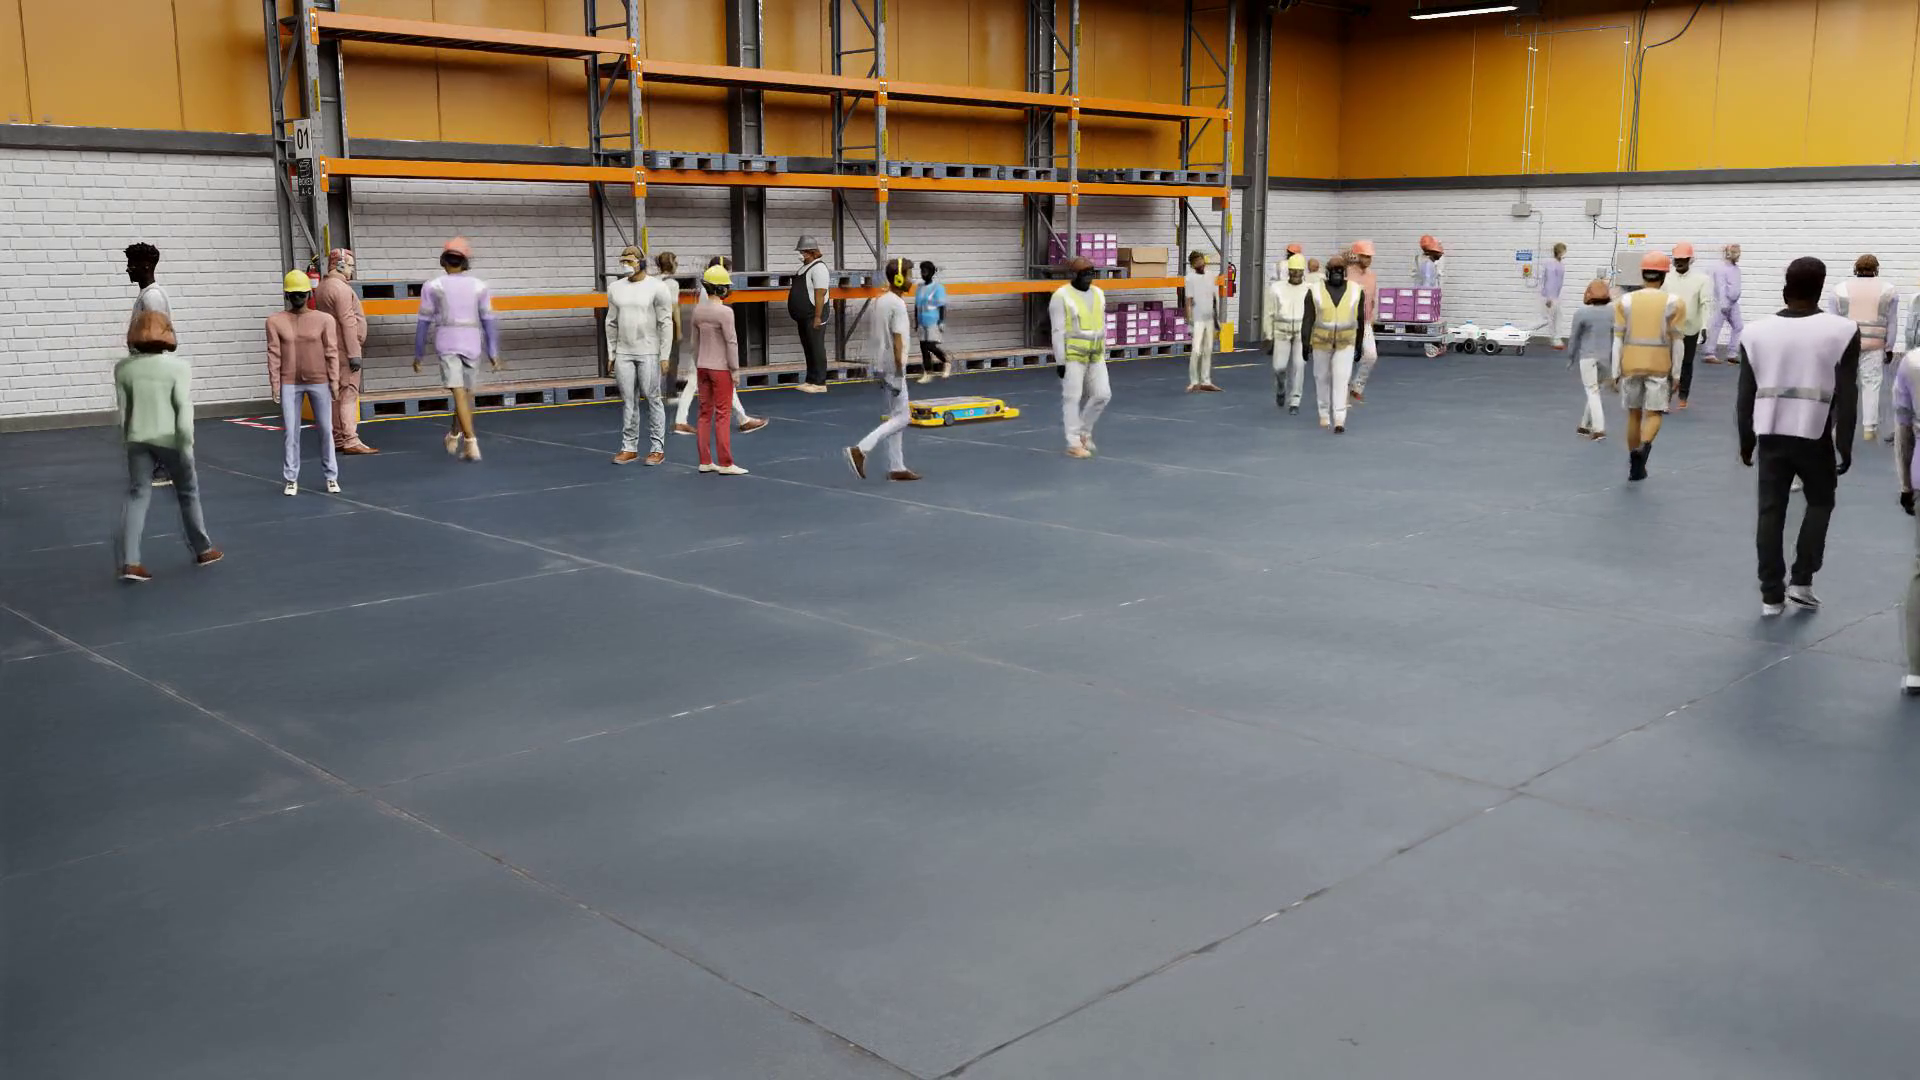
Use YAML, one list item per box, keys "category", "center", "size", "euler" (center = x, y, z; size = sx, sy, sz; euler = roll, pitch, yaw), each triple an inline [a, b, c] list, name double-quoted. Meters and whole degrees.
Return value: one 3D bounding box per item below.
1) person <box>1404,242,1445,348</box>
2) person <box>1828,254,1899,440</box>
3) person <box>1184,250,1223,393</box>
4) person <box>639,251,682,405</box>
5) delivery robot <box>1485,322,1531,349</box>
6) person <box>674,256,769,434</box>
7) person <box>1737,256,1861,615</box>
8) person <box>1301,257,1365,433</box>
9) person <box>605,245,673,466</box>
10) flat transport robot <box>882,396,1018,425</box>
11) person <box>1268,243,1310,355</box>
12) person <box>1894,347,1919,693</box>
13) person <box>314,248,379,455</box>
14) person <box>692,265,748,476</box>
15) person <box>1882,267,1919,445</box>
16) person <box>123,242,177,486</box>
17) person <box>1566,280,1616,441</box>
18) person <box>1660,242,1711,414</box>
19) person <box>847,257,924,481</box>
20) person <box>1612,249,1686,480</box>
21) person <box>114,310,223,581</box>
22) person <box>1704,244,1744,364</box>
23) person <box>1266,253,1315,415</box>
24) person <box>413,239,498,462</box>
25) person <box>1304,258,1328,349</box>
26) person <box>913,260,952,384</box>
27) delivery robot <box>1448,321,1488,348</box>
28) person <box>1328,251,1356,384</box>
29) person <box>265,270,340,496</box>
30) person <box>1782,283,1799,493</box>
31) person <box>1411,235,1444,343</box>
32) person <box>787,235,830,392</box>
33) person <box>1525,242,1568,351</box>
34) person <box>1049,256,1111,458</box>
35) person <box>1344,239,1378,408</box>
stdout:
- category: "person"
  center: [8.357, -4.389, 29.868]
  size: [0.620, 1.917, 0.579]
  euler: [5, 11, 25]
- category: "person"
  center: [8.938, -1.914, 16.528]
  size: [0.634, 1.839, 0.429]
  euler: [5, 11, 25]
- category: "person"
  center: [3.149, -2.807, 21.456]
  size: [0.658, 1.832, 0.290]
  euler: [-7, 12, -32]
- category: "person"
  center: [-3.540, -2.512, 19.808]
  size: [0.528, 1.831, 0.507]
  euler: [9, 14, 41]
- category: "delivery robot"
  center: [9.241, -3.431, 28.052]
  size: [0.707, 0.478, 0.477]
  euler: [5, 12, 26]
- category: "person"
  center: [-2.492, -1.972, 16.942]
  size: [0.994, 1.803, 0.545]
  euler: [-4, 11, -20]
- category: "person"
  center: [4.480, -0.553, 8.909]
  size: [0.605, 1.903, 0.561]
  euler: [8, 13, 38]
- category: "person"
  center: [3.869, -2.026, 17.275]
  size: [0.648, 1.793, 0.957]
  euler: [2, 11, 10]
- category: "person"
  center: [-2.837, -1.623, 14.671]
  size: [0.636, 1.938, 0.358]
  euler: [4, 11, 19]
- category: "flat transport robot"
  center: [-0.097, -1.415, 18.089]
  size: [1.431, 0.197, 0.652]
  euler: [-10, 14, -42]
- category: "person"
  center: [5.589, -4.060, 28.138]
  size: [0.686, 1.890, 0.620]
  euler: [3, 11, 18]
- category: "person"
  center: [4.533, -0.271, 7.493]
  size: [1.006, 1.863, 0.606]
  euler: [-10, 14, -43]
- category: "person"
  center: [-5.699, -1.741, 15.421]
  size: [0.409, 1.903, 0.639]
  euler: [-9, 13, -39]
- category: "person"
  center: [-2.054, -1.431, 14.094]
  size: [0.523, 1.769, 0.323]
  euler: [10, 14, 42]
- category: "person"
  center: [9.159, -1.767, 15.814]
  size: [0.632, 1.810, 0.597]
  euler: [-4, 11, -23]
- category: "person"
  center: [-6.562, -1.427, 13.528]
  size: [0.367, 1.966, 0.606]
  euler: [-5, 12, -26]
- category: "person"
  center: [6.308, -1.784, 16.527]
  size: [0.509, 1.580, 0.868]
  euler: [-1, 10, -3]
- category: "person"
  center: [8.280, -2.441, 19.116]
  size: [0.606, 1.951, 1.018]
  euler: [5, 11, 23]
- category: "person"
  center: [-0.611, -1.369, 13.556]
  size: [0.632, 1.848, 0.516]
  euler: [-5, 11, -25]
- category: "person"
  center: [5.576, -1.400, 13.539]
  size: [0.548, 1.917, 0.726]
  euler: [6, 12, 31]
- category: "person"
  center: [-4.782, -0.569, 9.906]
  size: [0.503, 1.580, 0.870]
  euler: [1, 10, 3]
- category: "person"
  center: [12.101, -3.690, 26.100]
  size: [0.641, 1.882, 0.741]
  euler: [-8, 13, -37]
- category: "person"
  center: [3.775, -2.336, 18.871]
  size: [0.611, 1.821, 0.489]
  euler: [2, 11, 10]
- category: "person"
  center: [-4.577, -1.710, 15.044]
  size: [0.689, 1.976, 1.009]
  euler: [-7, 12, -33]
- category: "person"
  center: [6.117, -4.074, 28.861]
  size: [0.532, 1.622, 0.366]
  euler: [3, 11, 14]
- category: "person"
  center: [-0.391, -2.973, 22.711]
  size: [0.418, 1.682, 0.540]
  euler: [-10, 14, -43]
- category: "delivery robot"
  center: [8.750, -3.532, 28.604]
  size: [0.477, 0.478, 0.707]
  euler: [-6, 12, -31]
- category: "person"
  center: [5.295, -3.056, 22.842]
  size: [0.594, 1.799, 0.924]
  euler: [1, 10, 5]
- category: "person"
  center: [-5.108, -1.216, 12.963]
  size: [0.521, 1.757, 0.359]
  euler: [-3, 11, -17]
- category: "person"
  center: [6.567, -1.235, 13.215]
  size: [0.322, 1.697, 0.532]
  euler: [5, 11, 24]
- category: "person"
  center: [8.730, -4.688, 31.150]
  size: [0.609, 2.032, 0.411]
  euler: [7, 13, 34]
- category: "person"
  center: [-1.971, -2.934, 21.542]
  size: [0.535, 2.000, 0.684]
  euler: [-5, 12, -26]
- category: "person"
  center: [10.302, -4.267, 29.203]
  size: [0.818, 1.906, 0.658]
  euler: [6, 12, 30]
- category: "person"
  center: [1.100, -1.653, 15.136]
  size: [0.659, 1.831, 0.446]
  euler: [-7, 13, -35]
- category: "person"
  center: [4.632, -2.523, 19.489]
  size: [0.606, 1.976, 0.529]
  euler: [-5, 11, -23]
